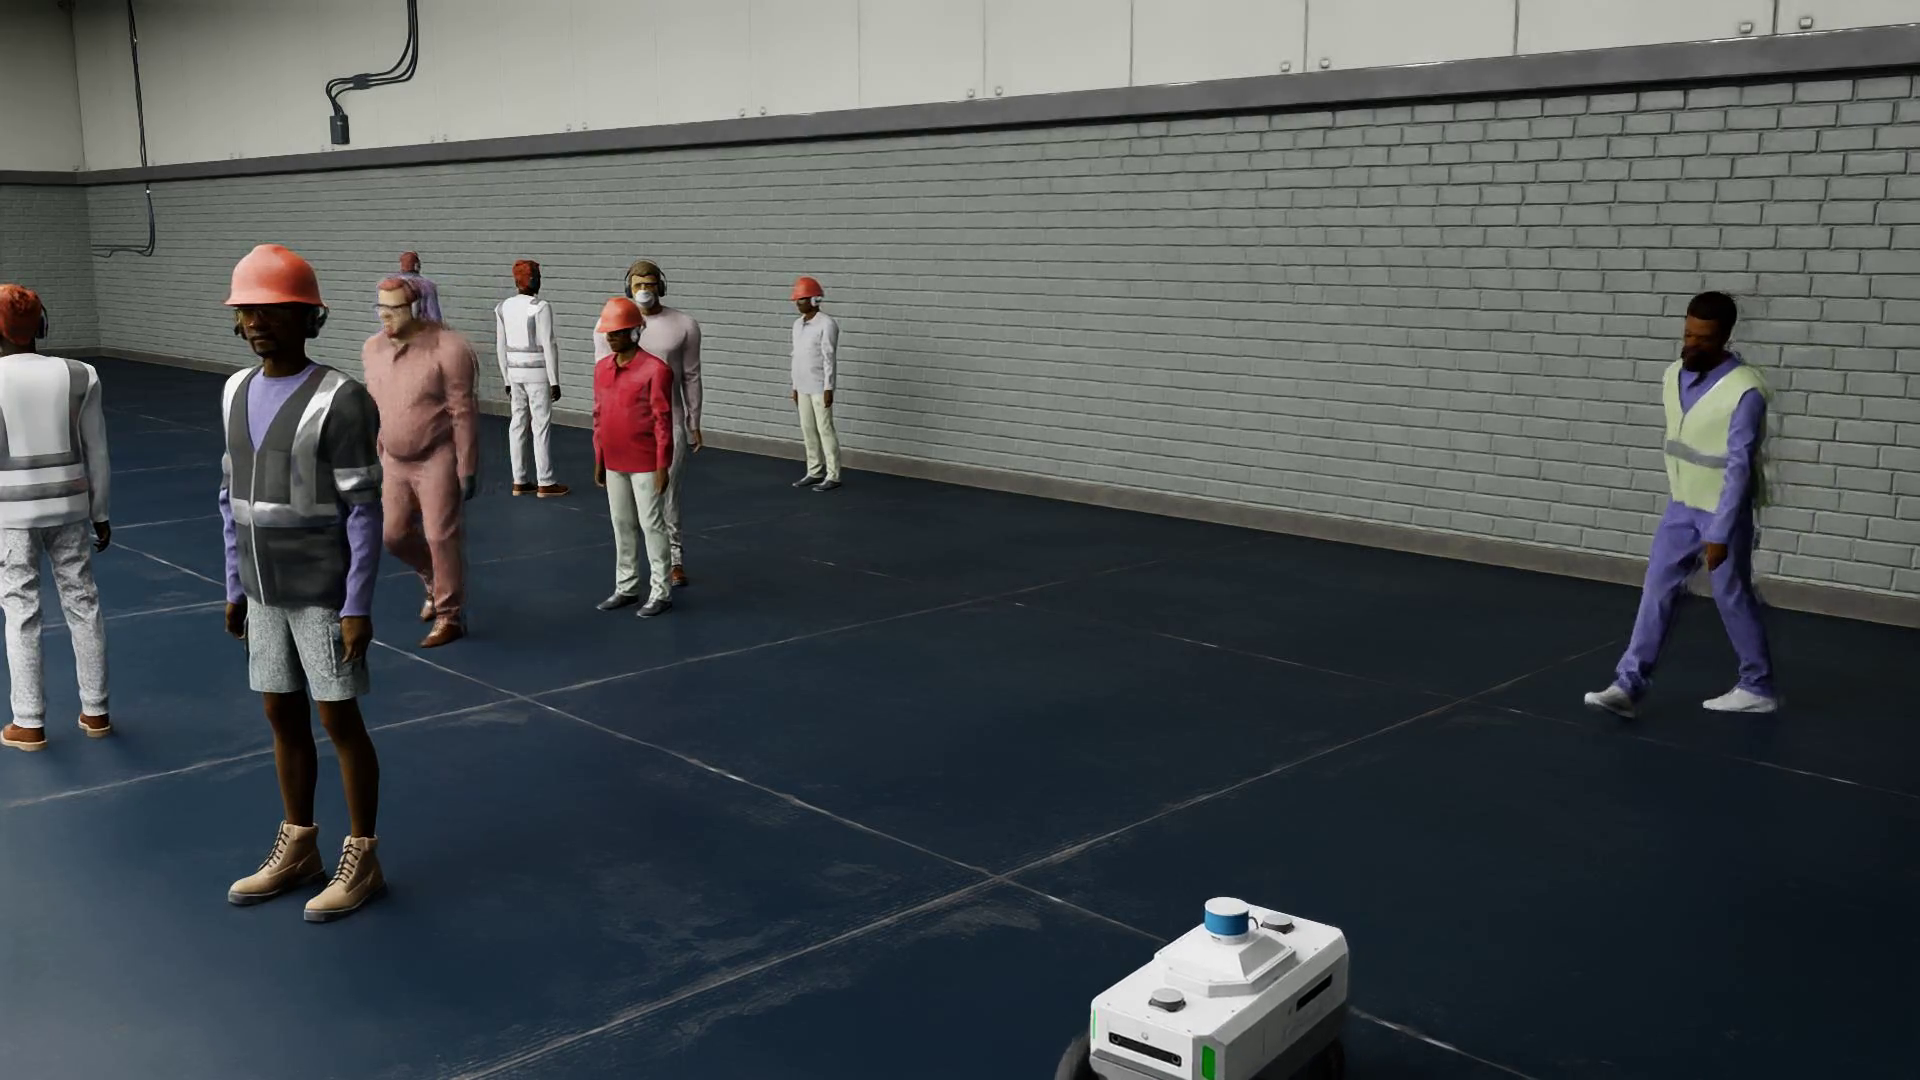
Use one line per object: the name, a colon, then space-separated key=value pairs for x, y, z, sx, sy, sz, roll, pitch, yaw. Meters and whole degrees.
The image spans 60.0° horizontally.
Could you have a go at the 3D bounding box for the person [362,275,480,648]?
person: x=-2.715 y=-0.399 z=8.463 sx=0.658 sy=1.888 sz=0.513 roll=3 pitch=11 yaw=18

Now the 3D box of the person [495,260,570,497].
person: x=-3.414 y=-1.278 z=13.246 sx=0.572 sy=1.883 sz=0.356 roll=6 pitch=12 yaw=28

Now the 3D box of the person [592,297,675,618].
person: x=-1.809 y=-0.448 z=9.102 sx=0.571 sy=1.743 sz=0.351 roll=7 pitch=13 yaw=34

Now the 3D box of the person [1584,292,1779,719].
person: x=3.129 y=-0.121 z=7.053 sx=0.984 sy=1.845 sz=0.659 roll=-3 pitch=11 yaw=-16

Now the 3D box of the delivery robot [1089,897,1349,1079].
delivery robot: x=0.609 y=1.066 z=3.828 sx=0.477 sy=0.478 sz=0.707 roll=8 pitch=13 yaw=37

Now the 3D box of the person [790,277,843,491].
person: x=-1.205 y=-1.274 z=13.610 sx=0.348 sy=1.741 sz=0.564 roll=-9 pitch=13 yaw=-39

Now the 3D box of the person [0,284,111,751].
person: x=-3.747 y=-0.088 z=6.751 sx=0.355 sy=1.885 sz=0.575 roll=10 pitch=14 yaw=43

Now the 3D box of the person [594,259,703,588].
person: x=-1.828 y=-0.679 z=9.823 sx=0.631 sy=1.938 sz=0.362 roll=-2 pitch=11 yaw=-13

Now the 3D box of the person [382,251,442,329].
person: x=-5.959 y=-2.191 z=18.166 sx=0.652 sy=1.904 sz=0.402 roll=1 pitch=10 yaw=4

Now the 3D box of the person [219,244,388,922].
person: x=-2.025 y=0.138 z=5.071 sx=0.611 sy=2.048 sz=0.361 roll=5 pitch=12 yaw=26
